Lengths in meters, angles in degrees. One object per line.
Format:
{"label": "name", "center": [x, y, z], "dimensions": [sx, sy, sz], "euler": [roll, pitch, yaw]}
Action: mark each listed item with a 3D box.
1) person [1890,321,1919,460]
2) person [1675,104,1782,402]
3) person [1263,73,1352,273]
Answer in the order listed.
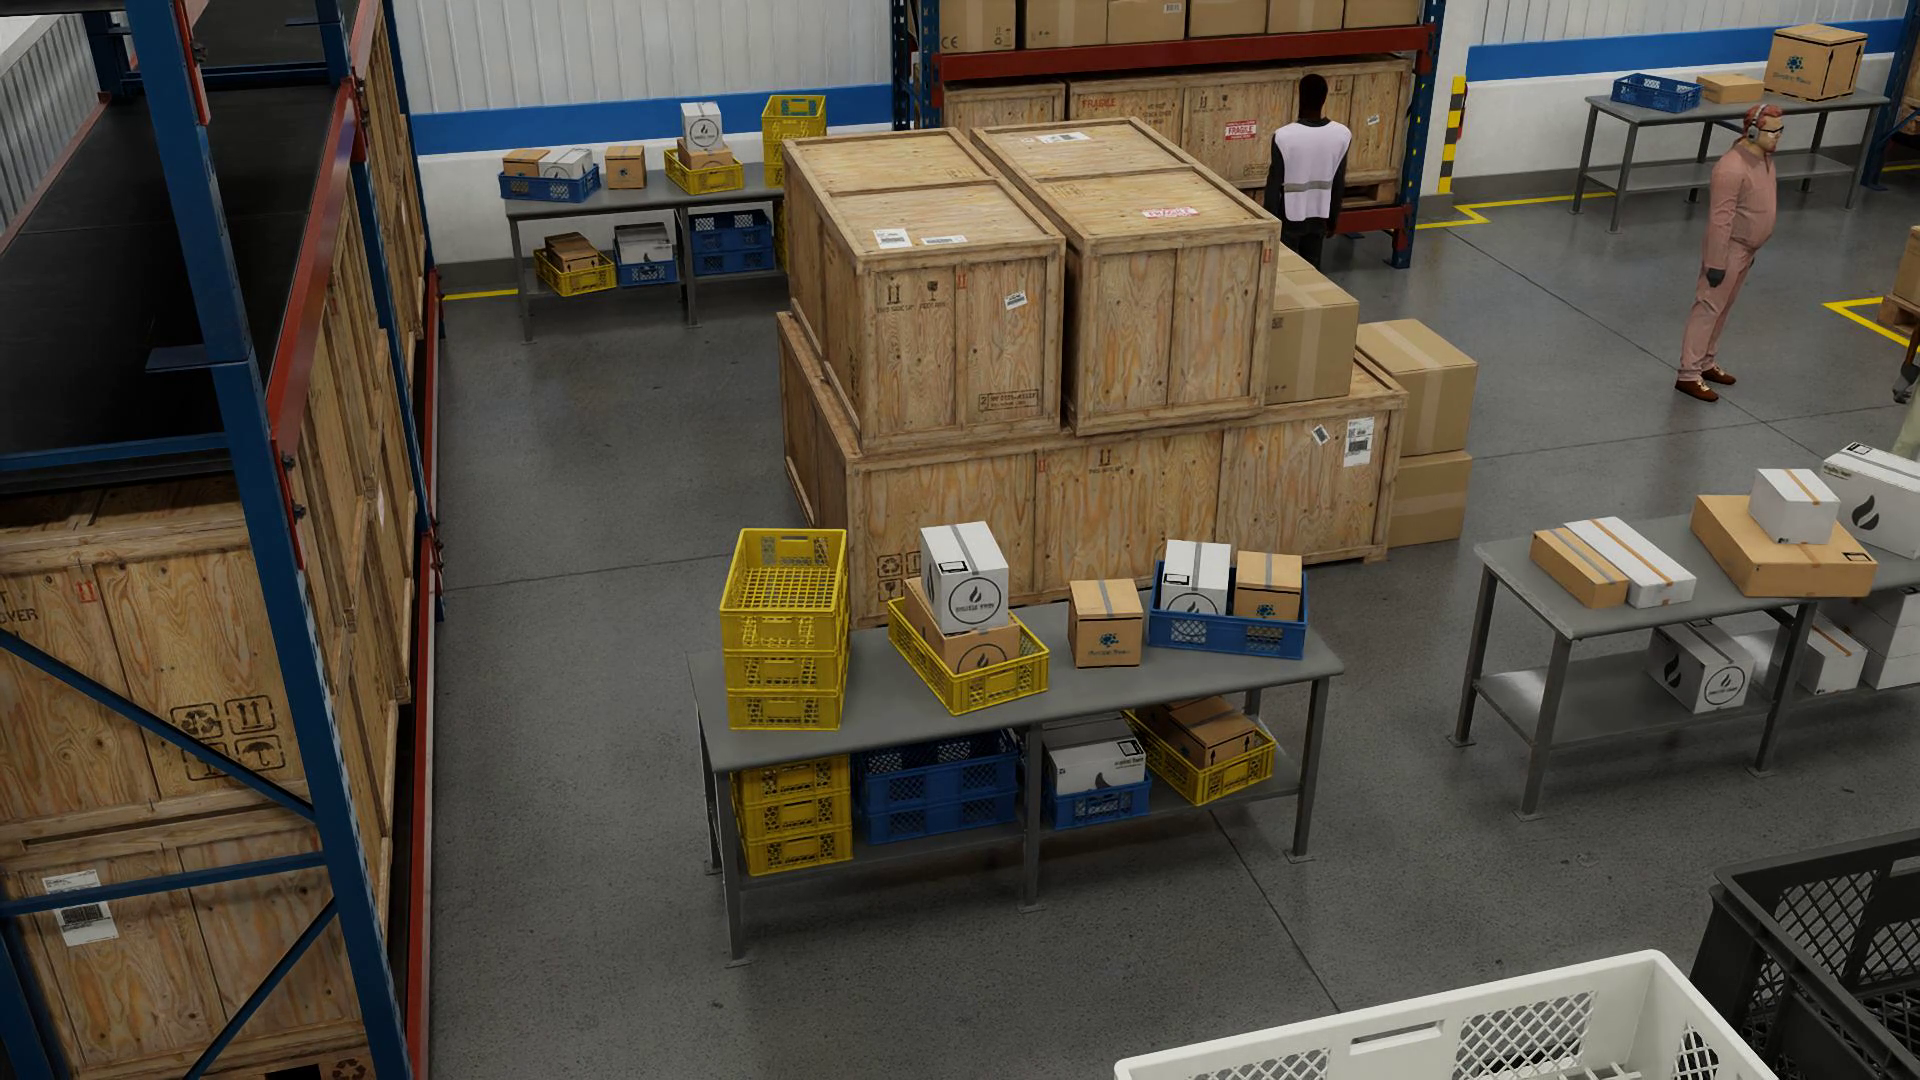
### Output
{"label": "person", "center": [5.373, -0.858, 9.007], "dimensions": [0.526, 1.864, 0.315], "euler": [16, 33, 27]}
{"label": "person", "center": [5.022, -1.868, 10.797], "dimensions": [0.410, 1.908, 0.643], "euler": [22, 36, 34]}
{"label": "person", "center": [2.364, -2.234, 11.463], "dimensions": [0.597, 1.908, 0.401], "euler": [-9, 30, -17]}
